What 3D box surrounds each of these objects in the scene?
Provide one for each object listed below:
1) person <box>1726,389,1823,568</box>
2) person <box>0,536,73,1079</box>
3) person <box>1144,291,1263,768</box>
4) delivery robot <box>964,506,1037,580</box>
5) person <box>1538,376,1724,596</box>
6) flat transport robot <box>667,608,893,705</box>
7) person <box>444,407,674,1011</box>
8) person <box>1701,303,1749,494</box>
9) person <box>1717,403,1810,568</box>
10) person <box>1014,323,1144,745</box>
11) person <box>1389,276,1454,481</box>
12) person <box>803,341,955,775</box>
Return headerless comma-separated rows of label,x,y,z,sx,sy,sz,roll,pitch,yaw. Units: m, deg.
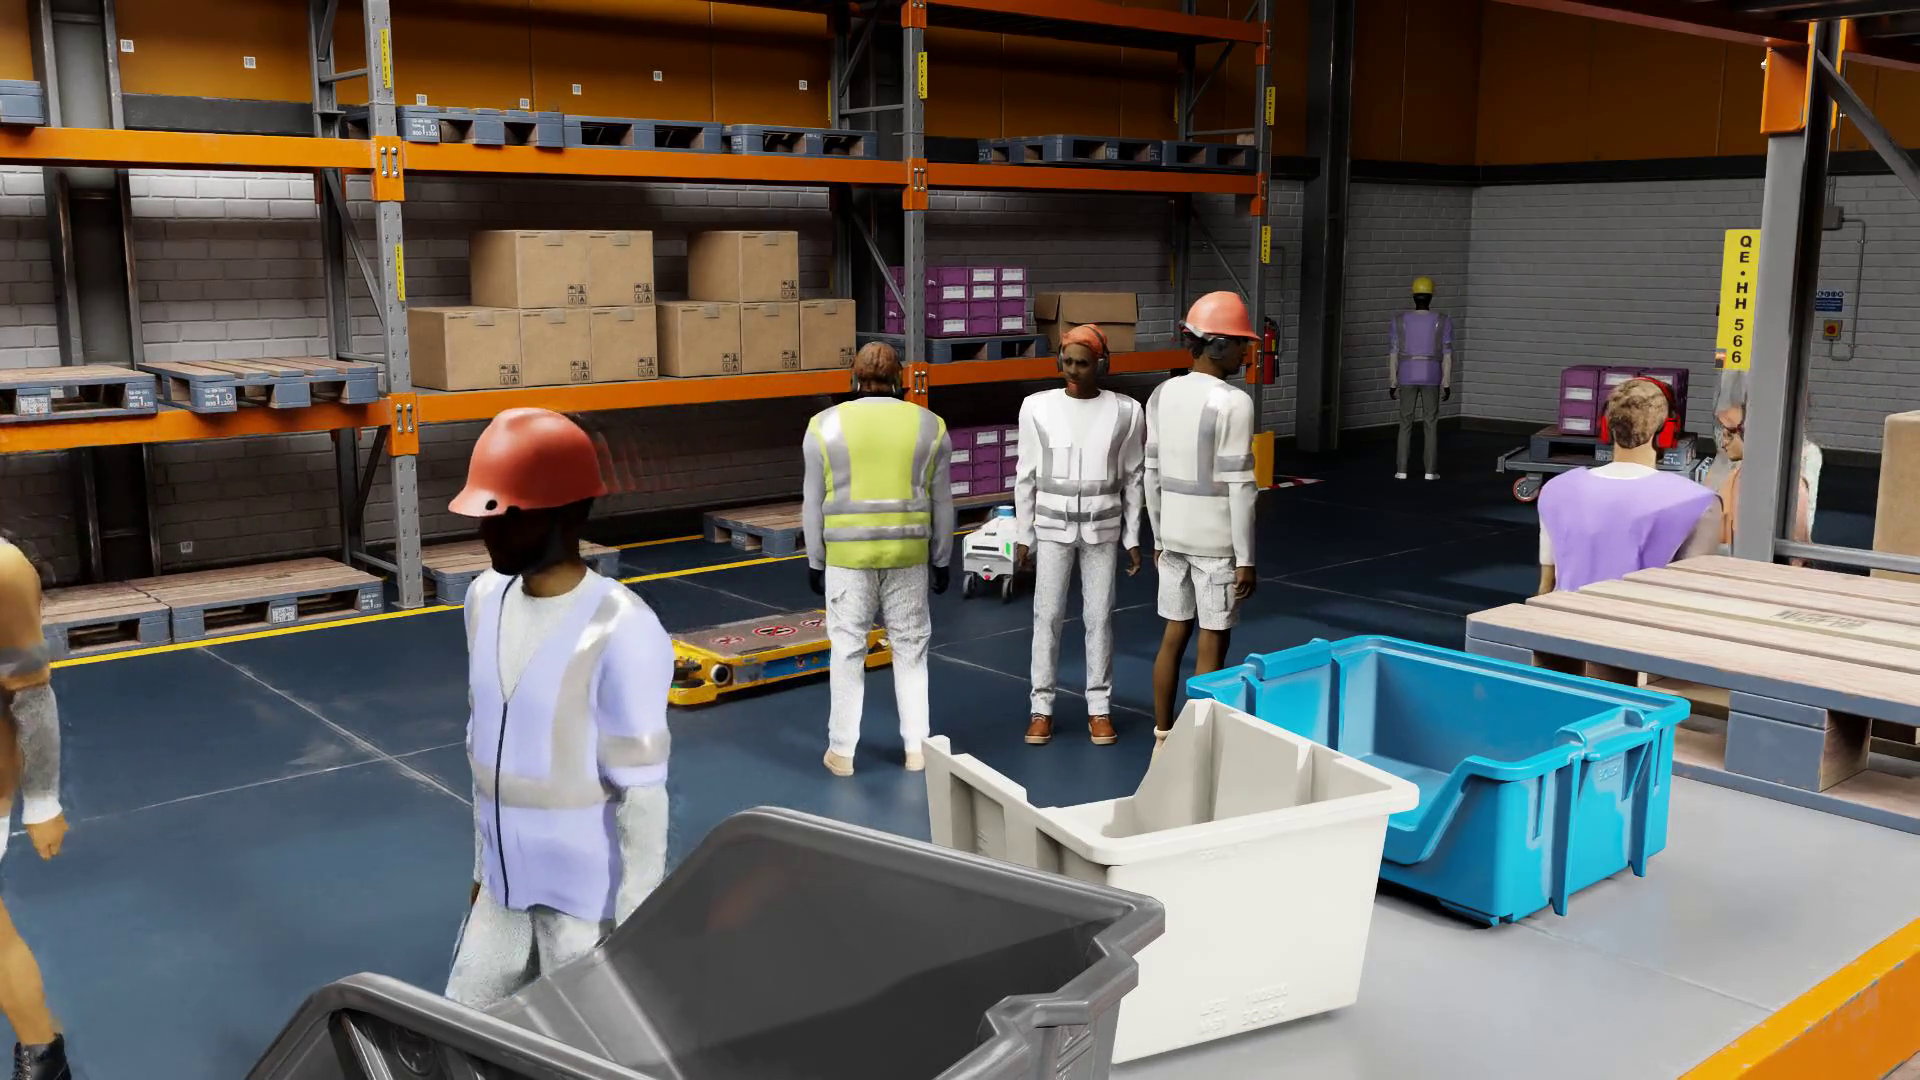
person,3.792,0.056,7.823,0.855,1.593,0.524,-6,12,-28
person,-2.489,0.606,3.865,0.557,1.905,0.860,5,11,26
person,1.024,0.001,6.880,0.386,2.039,0.615,-6,12,-31
delivery robot,0.295,0.025,10.649,0.477,0.478,0.707,4,11,23
person,2.015,0.422,5.108,0.386,1.837,0.564,-9,13,-41
flat transport robot,-1.018,0.577,8.612,1.431,0.197,0.652,-9,13,-40
person,-0.809,0.683,3.388,0.581,1.924,0.445,7,13,36
person,4.971,-0.566,10.417,0.910,1.928,0.605,0,10,0
person,3.159,0.268,6.592,0.338,1.624,0.562,-2,10,-12
person,0.528,-0.018,7.426,0.572,1.886,0.355,0,10,2
person,4.331,-1.511,15.665,0.587,1.929,0.361,3,11,18
person,-0.342,0.078,7.070,0.645,1.832,0.431,-2,10,-11
